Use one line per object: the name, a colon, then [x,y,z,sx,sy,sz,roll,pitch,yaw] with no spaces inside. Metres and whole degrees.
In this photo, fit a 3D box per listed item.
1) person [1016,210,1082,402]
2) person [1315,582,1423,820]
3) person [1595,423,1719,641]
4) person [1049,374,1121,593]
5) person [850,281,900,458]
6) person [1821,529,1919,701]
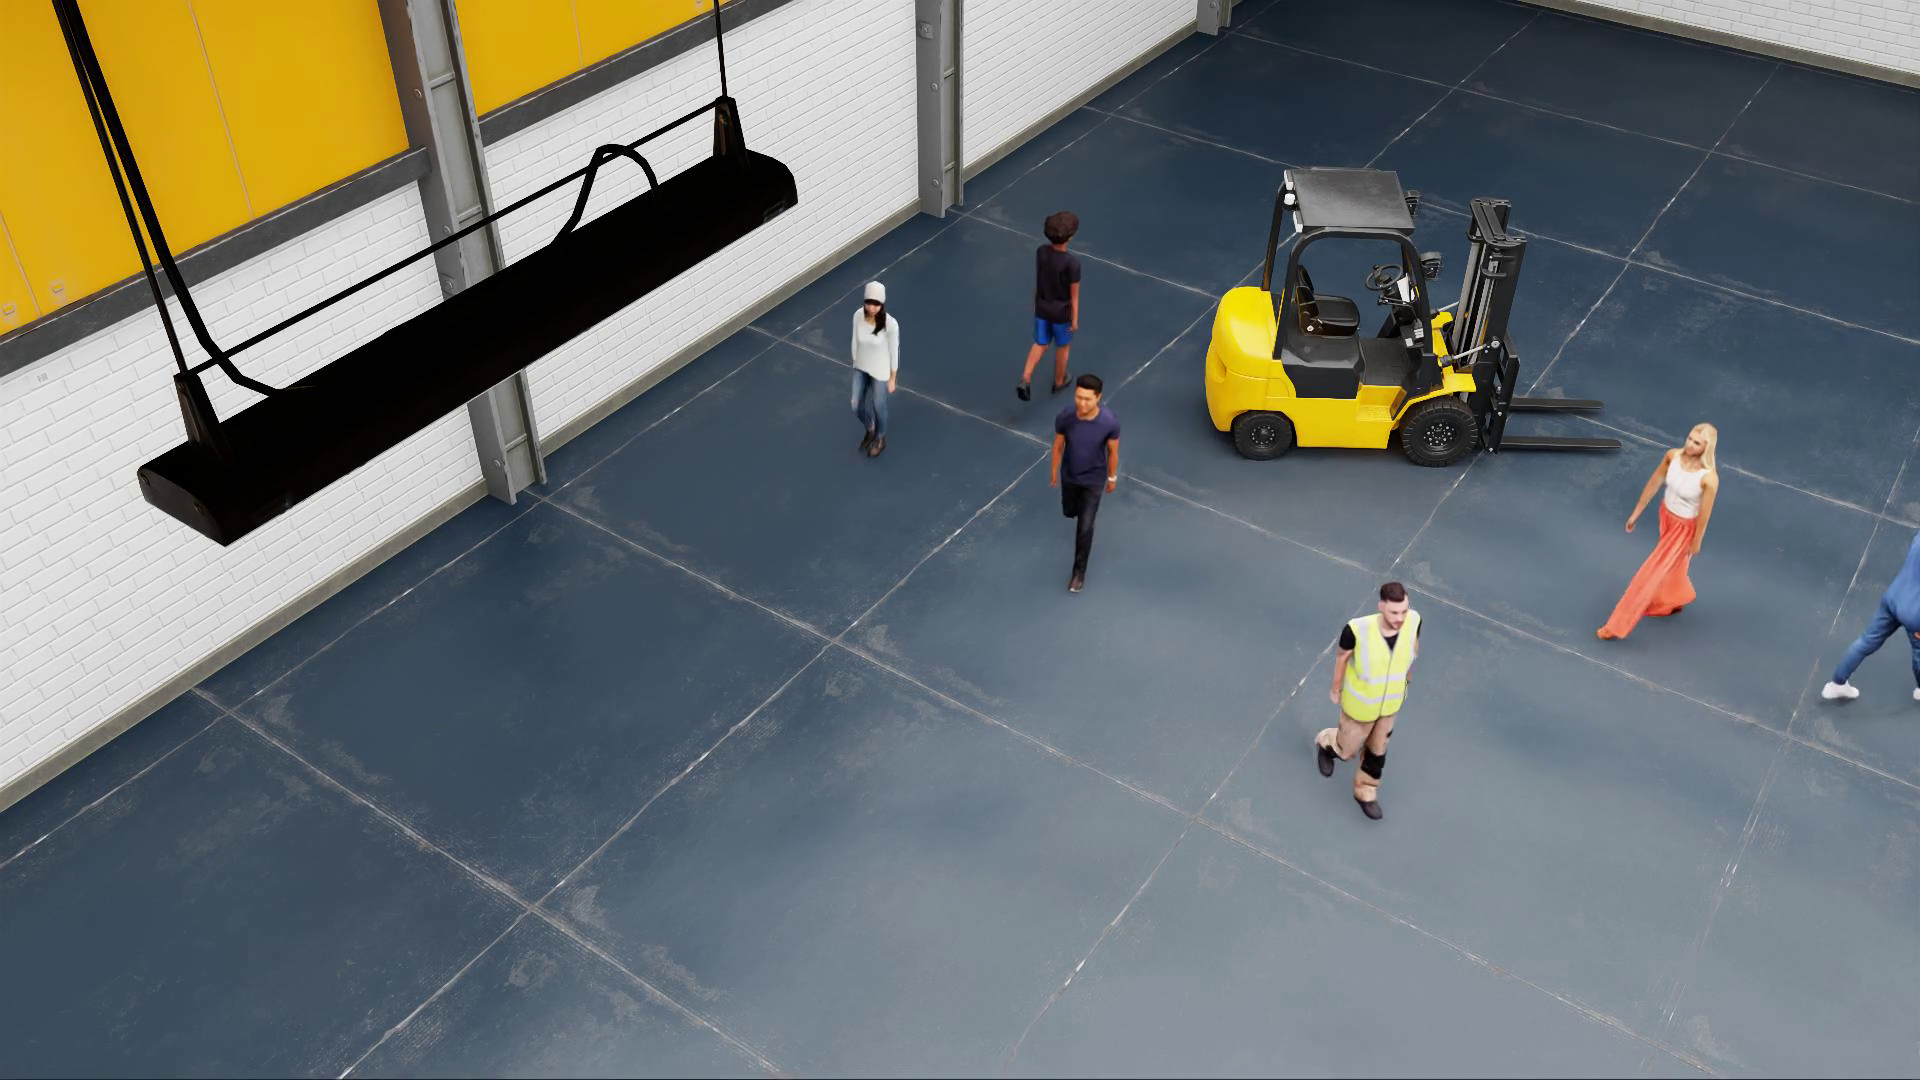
person: [0.749,-1.923,14.095,0.604,1.776,0.964,23,44,26]
person: [2.578,0.931,10.479,0.984,1.830,1.034,-8,39,-10]
person: [5.153,-0.092,11.817,1.246,1.759,1.066,-12,40,-14]
person: [0.939,-0.523,12.351,0.876,1.766,1.169,11,40,13]
person: [-0.661,-1.423,13.579,0.632,1.639,0.623,17,42,20]
person: [6.320,0.441,11.142,1.224,1.768,1.134,-8,39,-10]
